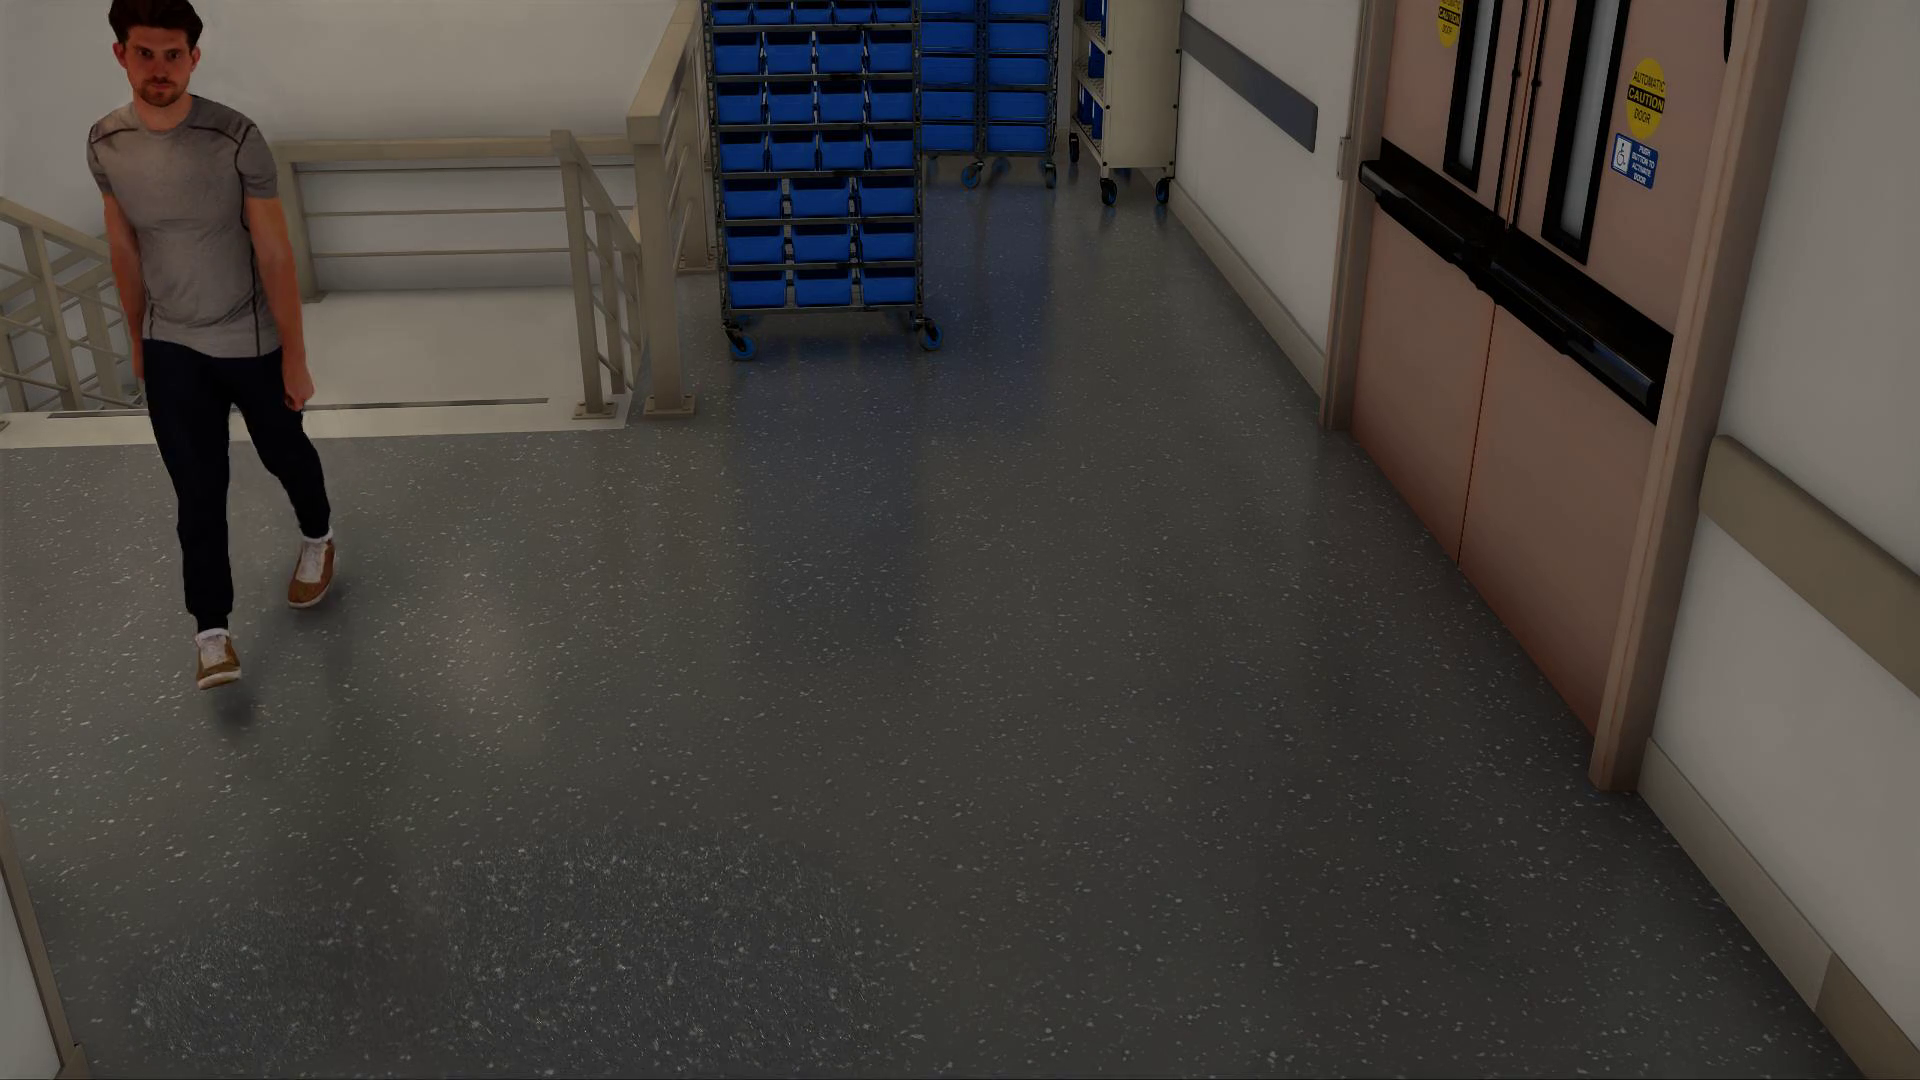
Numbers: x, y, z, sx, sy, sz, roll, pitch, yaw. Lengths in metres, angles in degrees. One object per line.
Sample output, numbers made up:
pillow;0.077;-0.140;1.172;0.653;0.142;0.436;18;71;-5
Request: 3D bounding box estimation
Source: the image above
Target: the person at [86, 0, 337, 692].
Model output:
person;-2.010;-0.568;4.579;0.696;1.847;1.203;-1;26;-2
